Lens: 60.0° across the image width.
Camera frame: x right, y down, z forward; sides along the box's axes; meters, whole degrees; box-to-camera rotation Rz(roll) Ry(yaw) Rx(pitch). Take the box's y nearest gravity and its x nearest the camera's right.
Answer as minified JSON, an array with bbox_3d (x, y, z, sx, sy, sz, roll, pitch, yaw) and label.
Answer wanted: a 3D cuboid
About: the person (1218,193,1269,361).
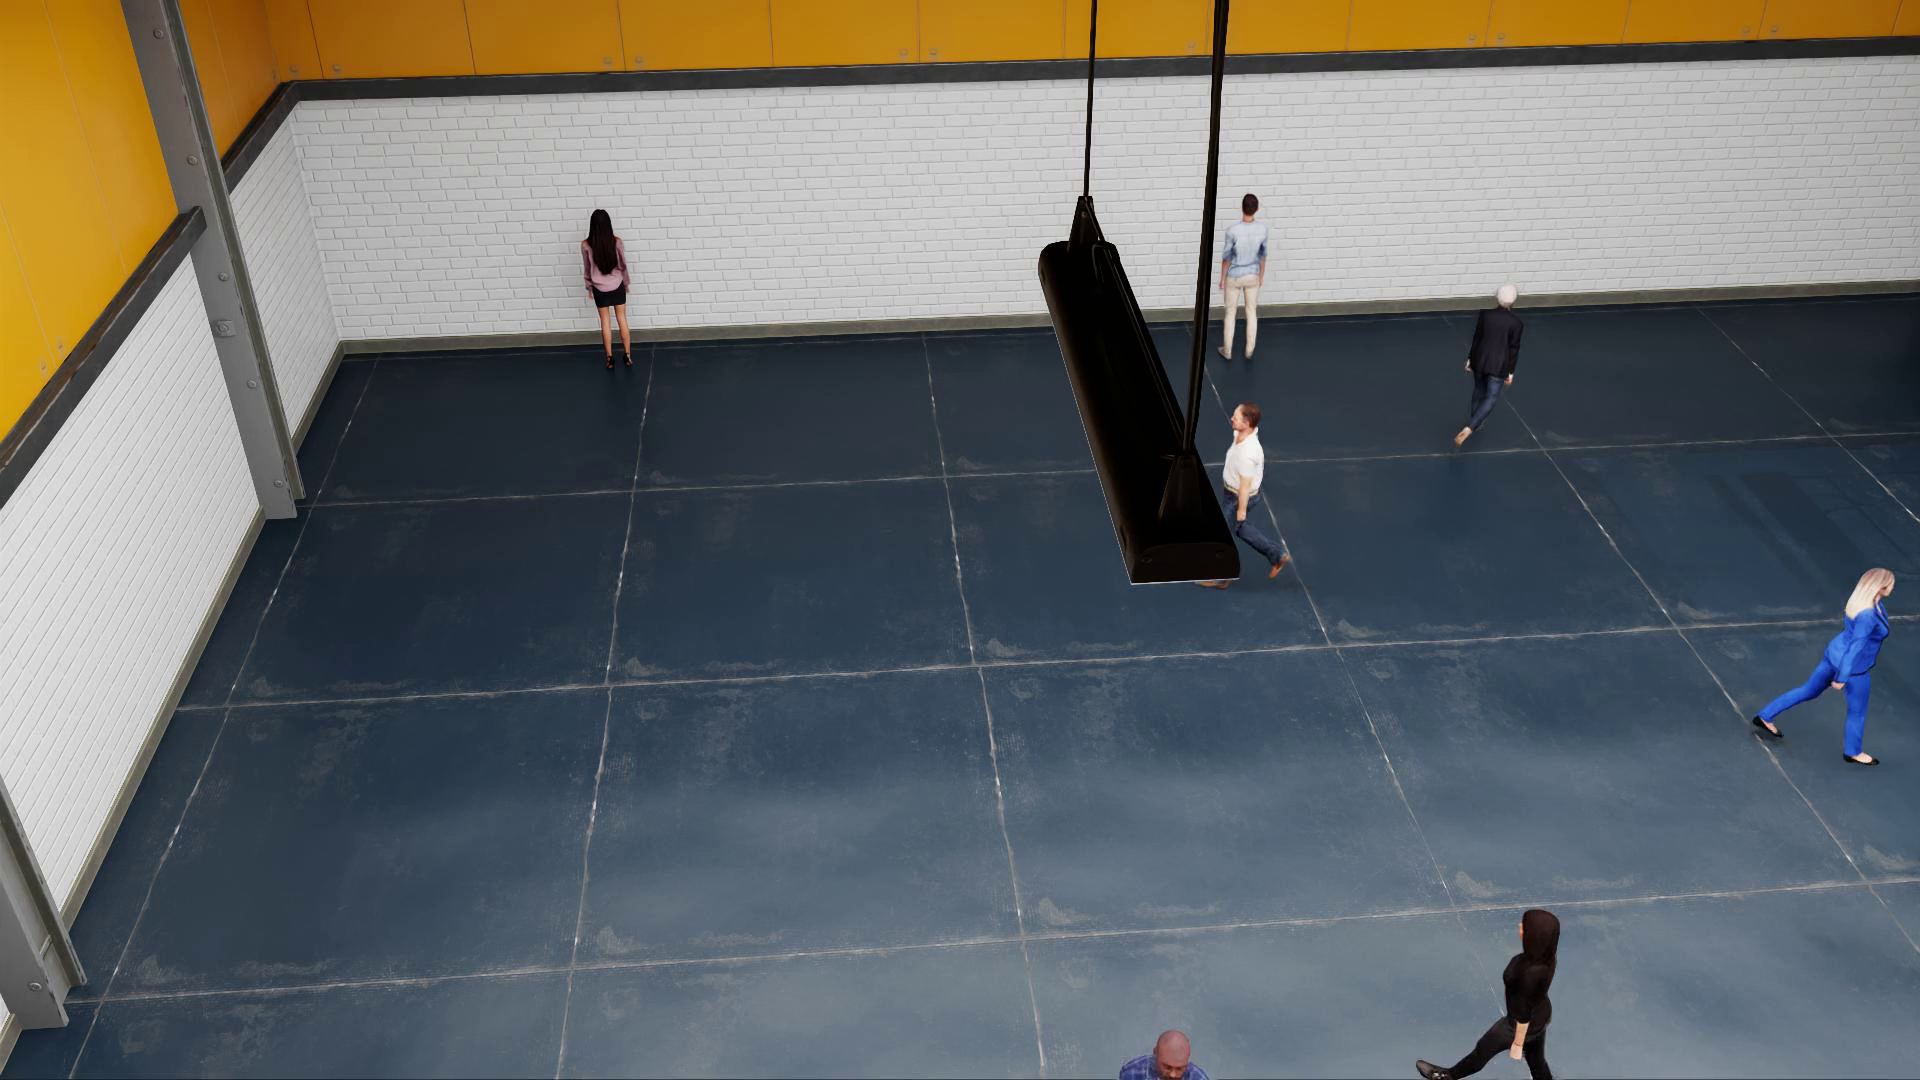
[{"bbox_3d":[3.026,-2.817,17.819,0.645,1.847,0.517,-3,34,-5],"label":"person"}]

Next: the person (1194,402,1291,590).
[{"bbox_3d":[2.472,-0.355,14.121,0.917,1.840,1.067,5,34,8],"label":"person"}]

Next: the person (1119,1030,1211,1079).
[{"bbox_3d":[1.037,3.167,8.860,0.857,1.798,1.025,8,35,12],"label":"person"}]

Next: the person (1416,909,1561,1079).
[{"bbox_3d":[3.332,2.804,9.581,1.068,1.604,1.042,21,39,29],"label":"person"}]

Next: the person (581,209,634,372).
[{"bbox_3d":[-3.710,-2.640,17.584,0.663,1.812,0.589,-9,35,-13],"label":"person"}]

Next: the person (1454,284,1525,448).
[{"bbox_3d":[5.141,-1.688,16.366,1.149,1.777,1.093,27,42,35],"label":"person"}]

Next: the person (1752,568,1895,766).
[{"bbox_3d":[6.466,0.916,12.374,0.998,1.658,1.167,10,35,15],"label":"person"}]
